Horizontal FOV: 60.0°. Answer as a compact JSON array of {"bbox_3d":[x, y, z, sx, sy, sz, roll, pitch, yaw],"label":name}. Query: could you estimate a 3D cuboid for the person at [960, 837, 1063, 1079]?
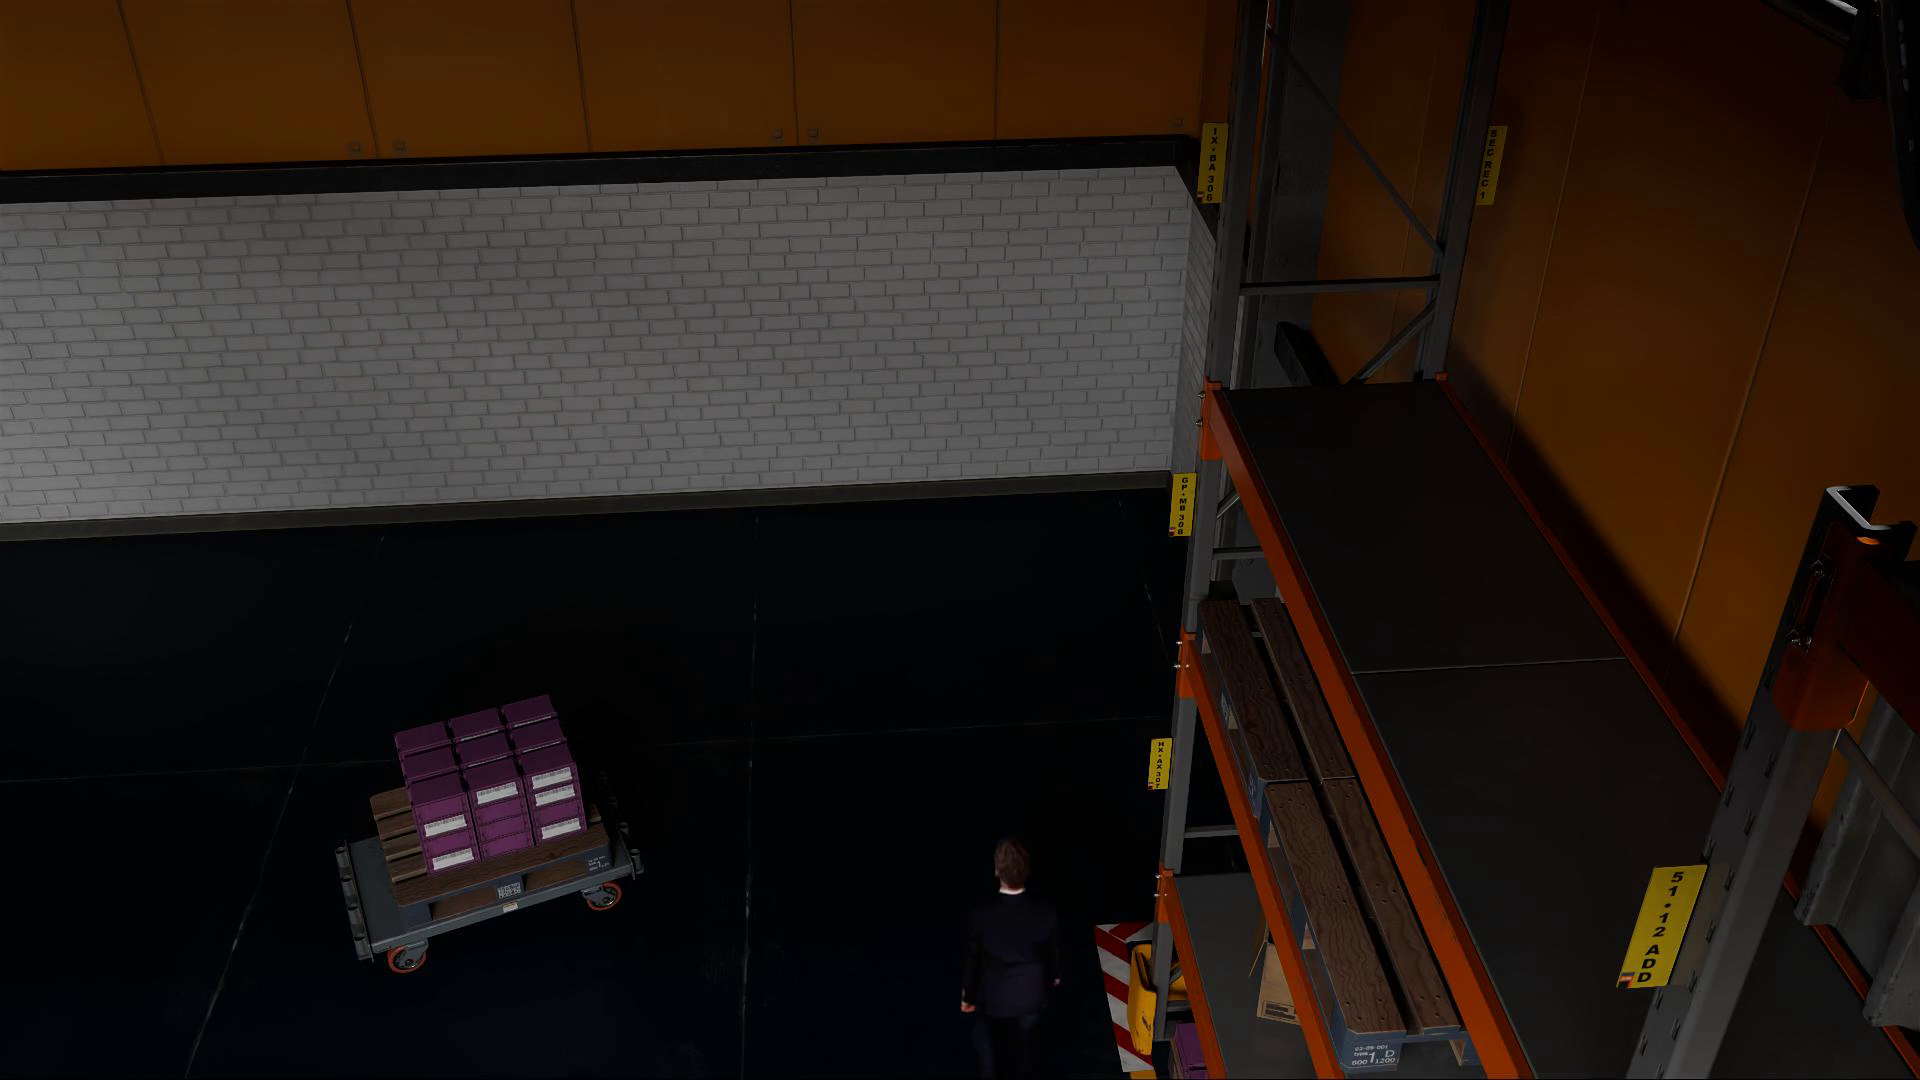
[{"bbox_3d":[0.268,2.263,8.320,0.682,1.805,0.623,-1,34,-2],"label":"person"}]
